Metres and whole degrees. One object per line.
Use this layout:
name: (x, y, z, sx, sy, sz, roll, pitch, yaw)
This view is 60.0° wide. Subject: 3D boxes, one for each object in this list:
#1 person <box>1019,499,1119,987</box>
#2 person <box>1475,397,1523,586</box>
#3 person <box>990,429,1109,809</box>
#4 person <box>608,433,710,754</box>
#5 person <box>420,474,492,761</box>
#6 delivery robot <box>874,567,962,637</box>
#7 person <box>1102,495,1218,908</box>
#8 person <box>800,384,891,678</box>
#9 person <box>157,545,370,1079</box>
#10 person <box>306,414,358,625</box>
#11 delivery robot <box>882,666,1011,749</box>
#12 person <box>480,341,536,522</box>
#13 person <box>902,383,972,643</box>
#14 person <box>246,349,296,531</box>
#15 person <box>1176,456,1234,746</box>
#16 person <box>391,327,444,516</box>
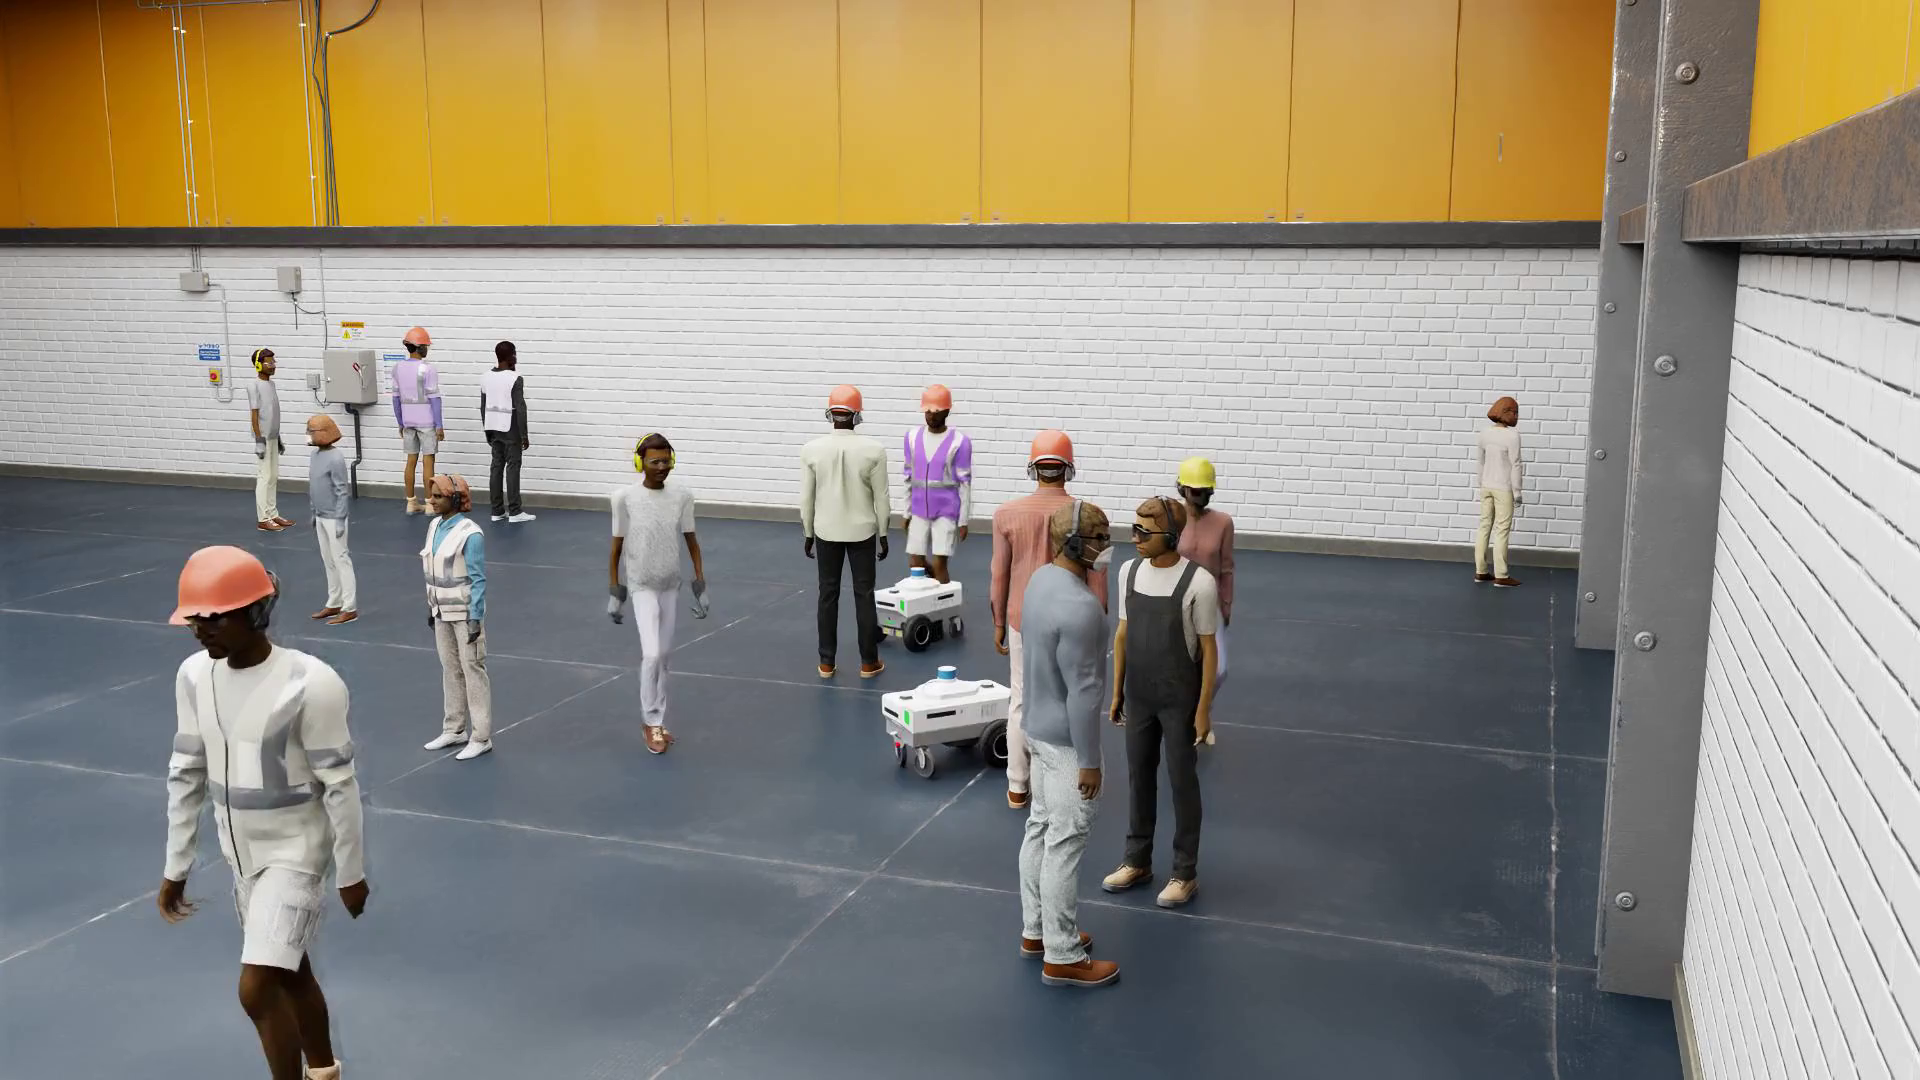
person: (0.422, 0.796, 6.628, 0.351, 1.936, 0.635, -2, 10, -14)
person: (4.649, -0.419, 14.326, 0.278, 1.633, 0.498, -5, 11, -24)
person: (0.461, 0.420, 8.615, 0.615, 1.987, 0.407, 2, 10, 9)
person: (-1.716, 0.306, 9.626, 0.550, 1.848, 0.620, -7, 12, -34)
person: (-2.879, 0.431, 9.516, 0.514, 1.642, 0.310, 9, 13, 41)
delivery robot: (-0.308, 0.444, 12.241, 0.477, 0.478, 0.707, 8, 13, 40)
person: (0.895, 0.707, 7.393, 0.514, 1.841, 0.326, 8, 13, 39)
person: (-0.769, -0.053, 11.247, 0.613, 1.994, 0.381, 1, 10, 3)
person: (-2.223, 1.011, 5.193, 0.602, 2.011, 0.722, 5, 11, 27)
person: (-4.889, -0.164, 12.889, 0.266, 1.632, 0.507, -9, 14, -43)
delivery robot: (-0.074, 0.954, 9.364, 0.707, 0.478, 0.477, -5, 11, -28)
person: (-4.821, -1.144, 17.614, 0.595, 1.915, 0.371, 6, 12, 31)
person: (-0.152, -0.222, 12.395, 0.551, 1.921, 0.592, 5, 11, 24)
person: (-7.111, -1.034, 17.124, 0.323, 1.871, 0.530, 0, 10, 0)
person: (1.310, 0.392, 9.418, 0.536, 1.753, 0.373, -2, 10, -11)
person: (-5.833, -1.278, 18.010, 0.615, 2.042, 0.375, 5, 11, 24)
